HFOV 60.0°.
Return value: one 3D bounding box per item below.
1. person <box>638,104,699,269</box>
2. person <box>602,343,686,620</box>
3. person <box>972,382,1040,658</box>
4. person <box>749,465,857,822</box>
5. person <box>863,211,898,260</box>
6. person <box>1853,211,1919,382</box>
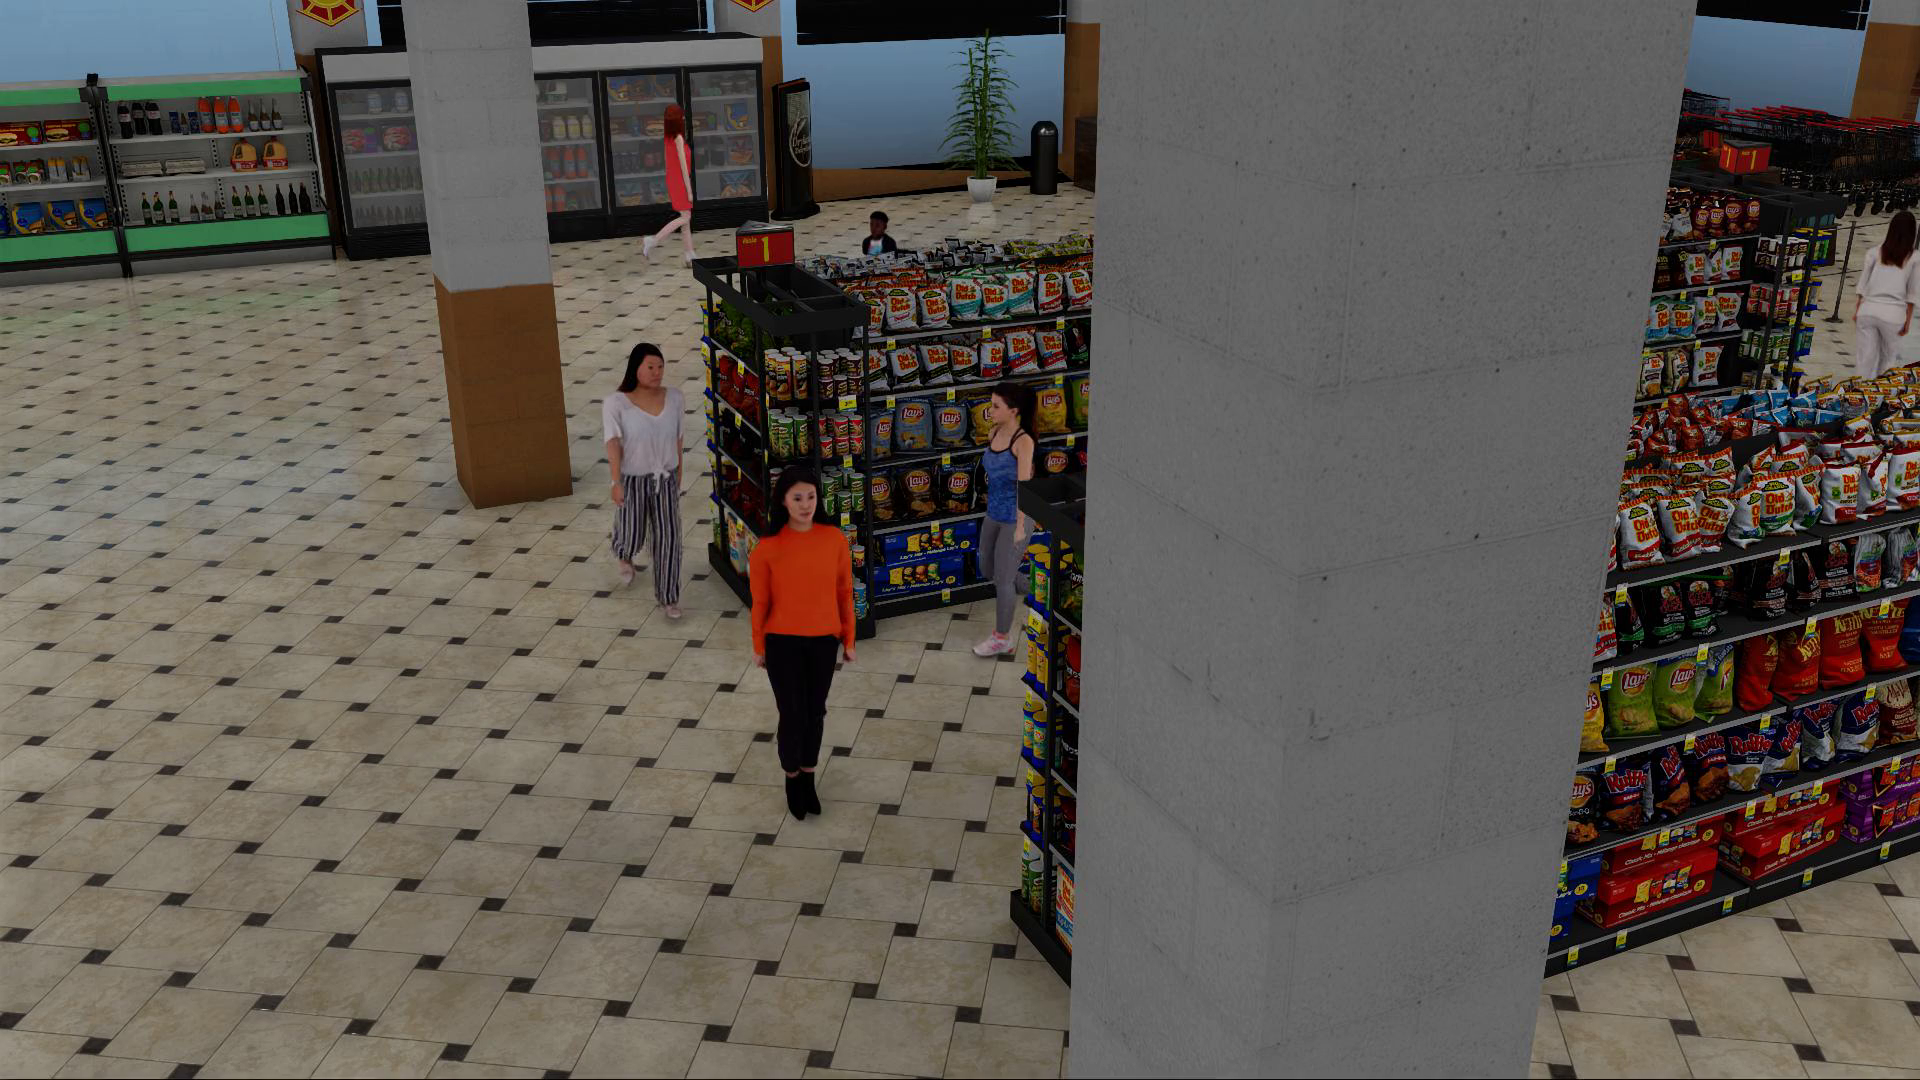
[{"bbox_3d":[-3.196,-3.879,18.454,0.983,1.807,0.584,-11,24,-25],"label":"person"},{"bbox_3d":[-1.906,-0.378,9.956,0.995,1.646,0.758,-10,24,-24],"label":"person"},{"bbox_3d":[0.333,-0.117,9.373,0.804,1.597,0.579,-11,25,-26],"label":"person"},{"bbox_3d":[-0.767,0.460,7.750,0.519,1.737,0.686,-11,24,-25],"label":"person"},{"bbox_3d":[-0.729,-2.488,15.722,0.604,1.263,0.672,6,23,14],"label":"person"},{"bbox_3d":[7.458,-1.795,13.448,0.793,1.672,0.864,12,25,28],"label":"person"}]
